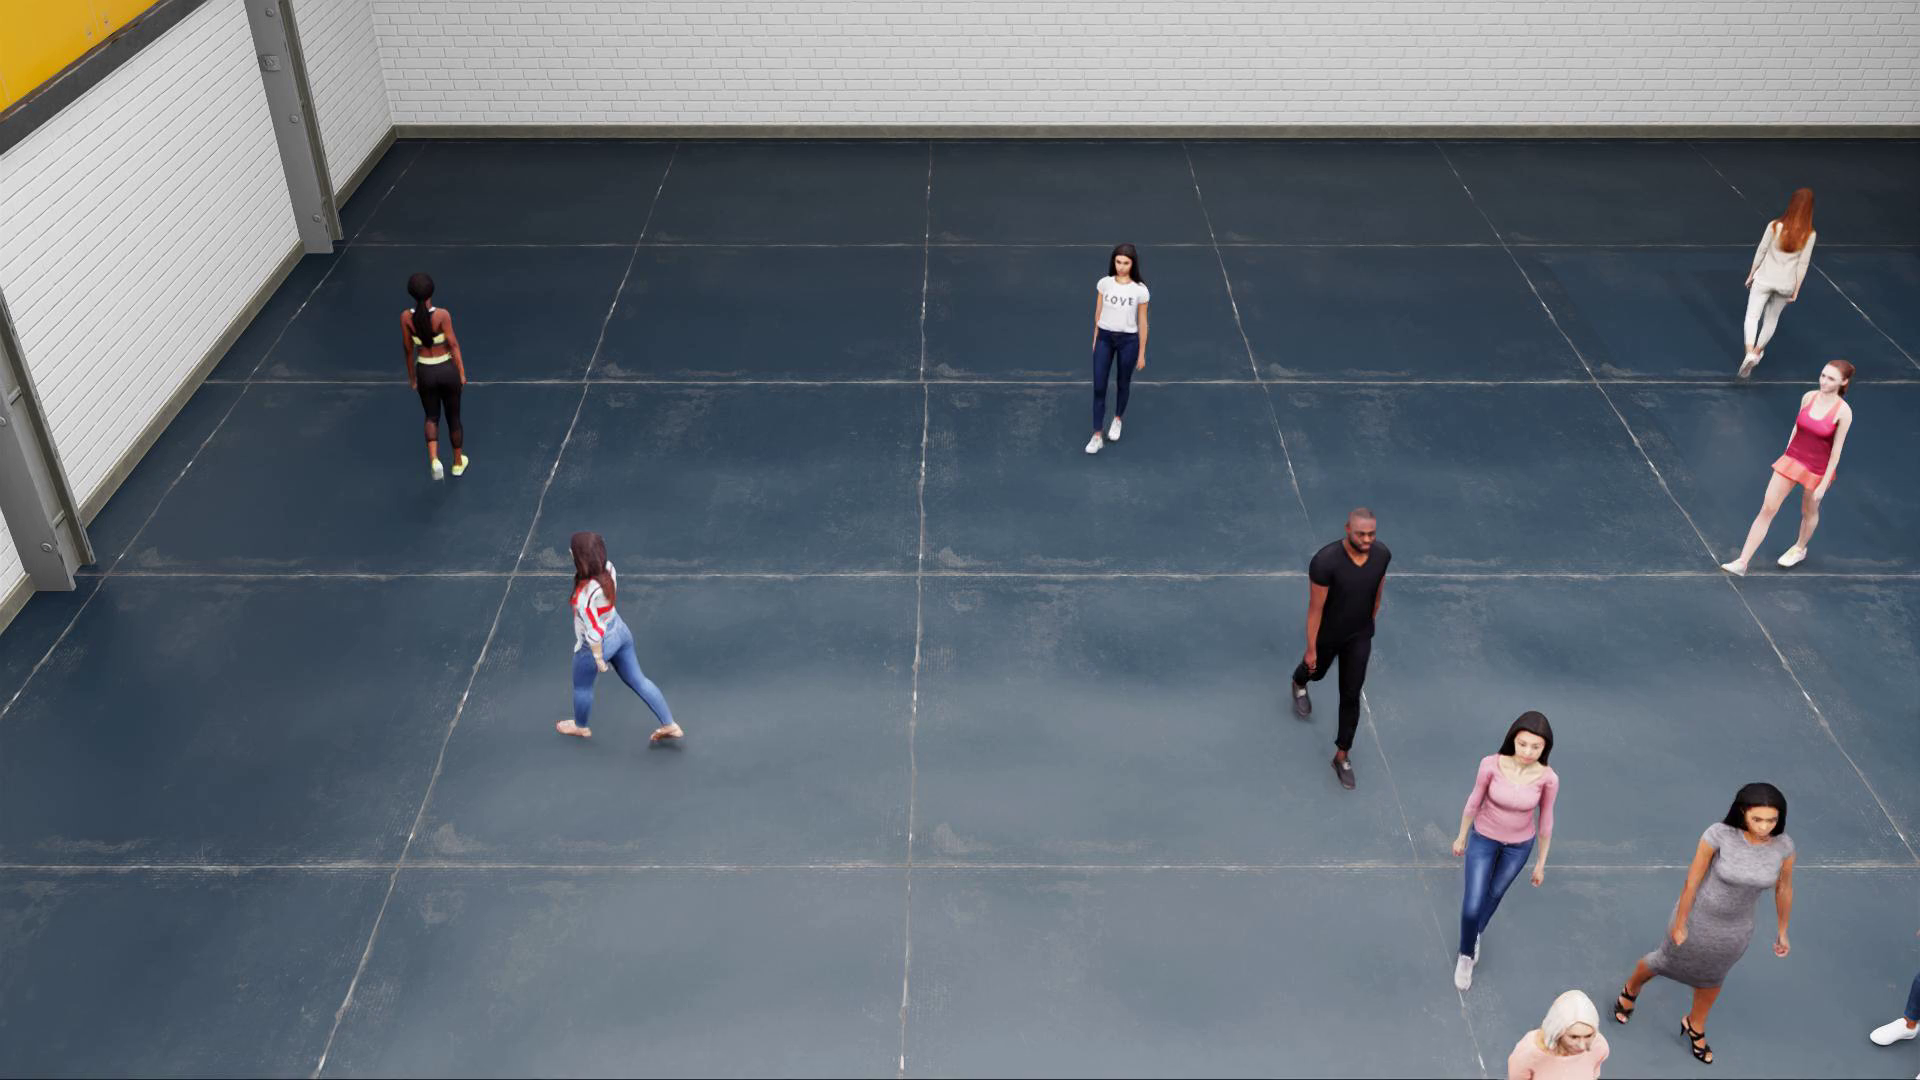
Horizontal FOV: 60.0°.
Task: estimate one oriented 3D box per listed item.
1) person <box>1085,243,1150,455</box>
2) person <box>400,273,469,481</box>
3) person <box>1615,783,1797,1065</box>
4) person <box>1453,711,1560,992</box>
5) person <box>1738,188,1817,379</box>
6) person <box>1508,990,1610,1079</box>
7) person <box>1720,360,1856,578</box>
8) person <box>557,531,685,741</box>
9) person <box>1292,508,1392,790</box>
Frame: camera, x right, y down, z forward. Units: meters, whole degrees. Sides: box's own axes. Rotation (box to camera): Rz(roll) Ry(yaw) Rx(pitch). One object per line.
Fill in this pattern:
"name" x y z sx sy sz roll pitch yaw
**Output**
"person" 1.300 -1.605 13.484 0.803 1.755 0.976 10 35 15
"person" -4.061 -1.210 12.902 0.597 1.742 0.820 -2 34 -4
"person" 3.718 1.866 8.236 0.813 1.784 0.695 -2 34 -4
"person" 2.857 1.545 8.766 0.701 1.732 0.775 8 35 13
"person" 7.059 -2.199 14.433 0.847 1.695 1.093 14 36 20
"person" 2.515 2.522 7.323 0.690 1.703 0.842 -6 34 -9
"person" 6.096 -0.510 11.875 1.032 1.713 1.094 -21 39 -28
"person" -2.113 0.640 10.266 0.881 1.578 1.090 10 35 15
"person" 2.293 0.538 10.242 0.801 1.776 1.269 -5 34 -7
